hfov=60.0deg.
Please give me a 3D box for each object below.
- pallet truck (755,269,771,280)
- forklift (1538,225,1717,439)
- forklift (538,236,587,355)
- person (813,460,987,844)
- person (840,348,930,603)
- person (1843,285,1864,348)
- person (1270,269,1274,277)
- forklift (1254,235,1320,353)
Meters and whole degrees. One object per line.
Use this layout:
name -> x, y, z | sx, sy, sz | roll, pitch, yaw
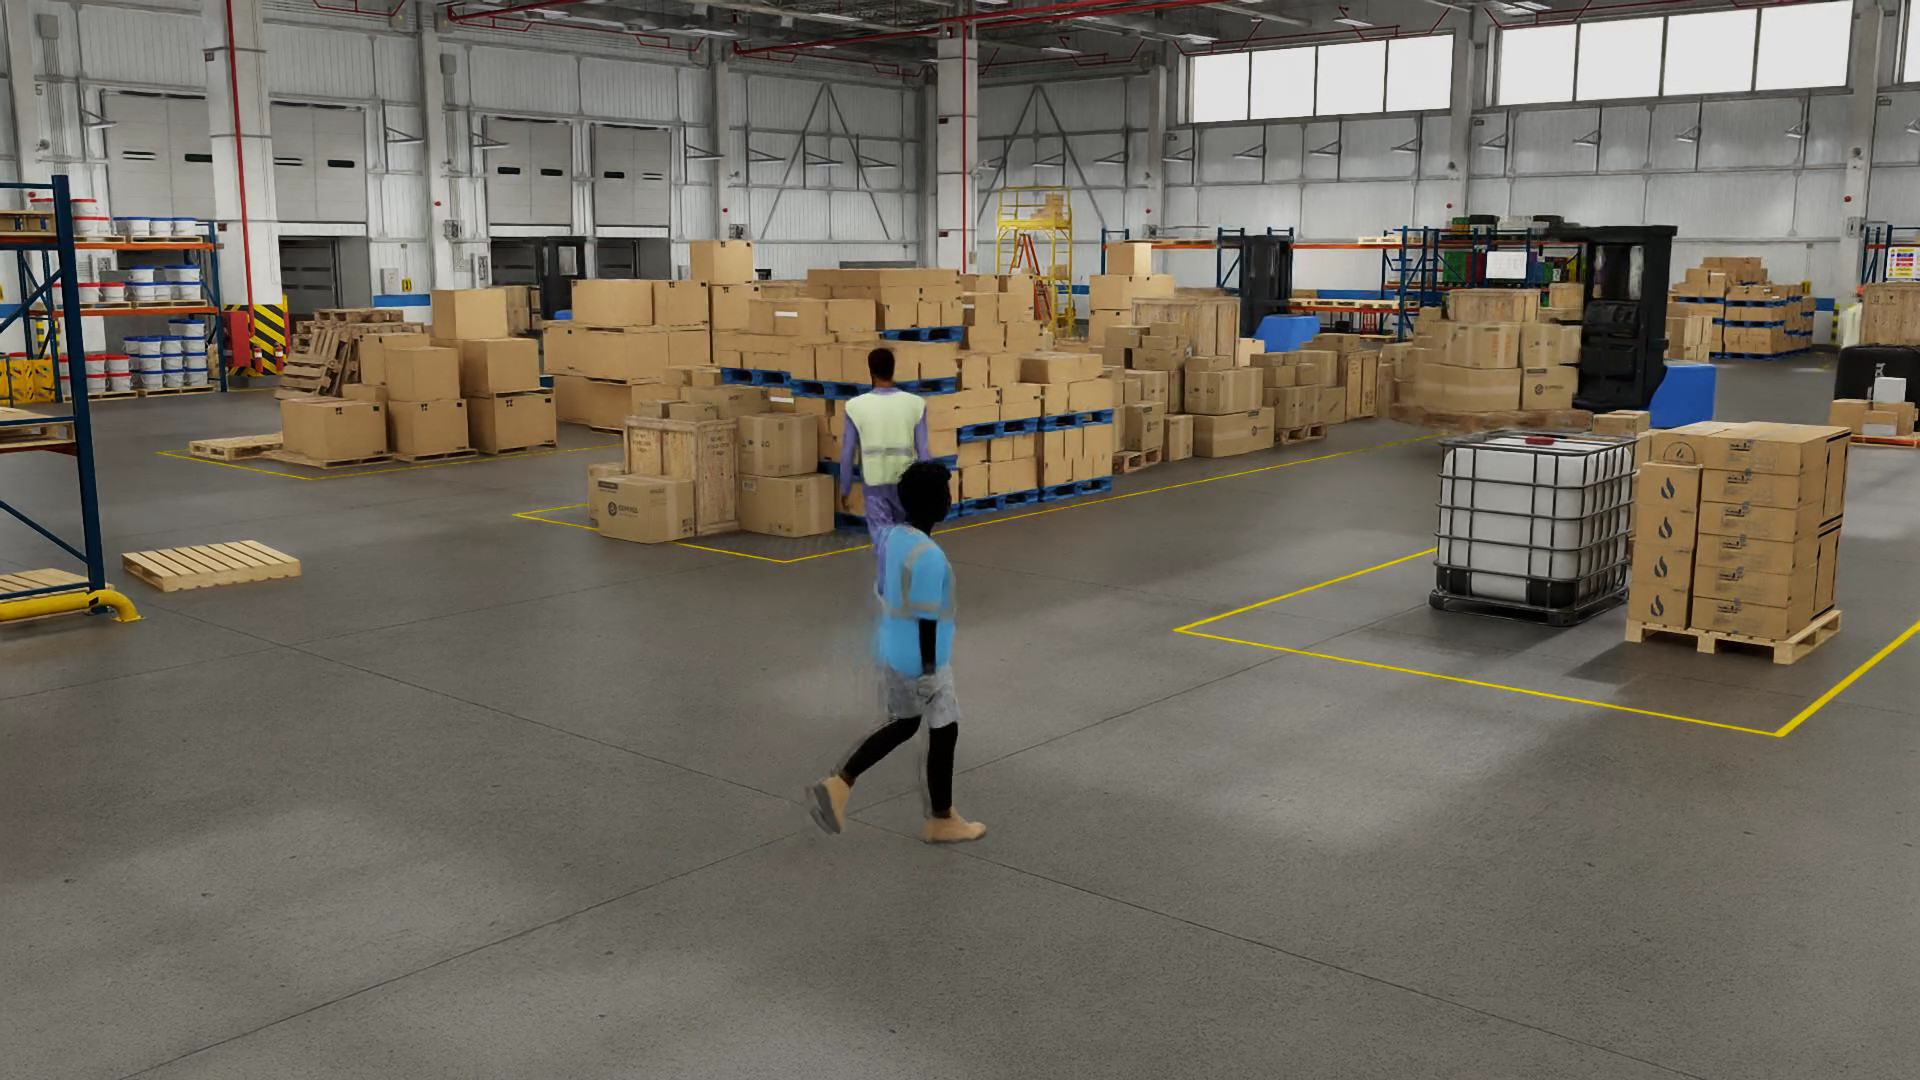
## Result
pallet truck -> -4.996, -6.432, 45.525 | 1.885, 1.965, 0.823 | -6, 12, -32
forklift -> 8.538, -2.577, 21.063 | 1.873, 2.768, 1.129 | -3, 10, -18
forklift -> -9.174, -5.727, 38.997 | 1.873, 2.768, 1.129 | 8, 13, 40
person -> -0.240, 0.493, 7.007 | 0.673, 1.676, 0.544 | -4, 11, -21
person -> -0.533, -0.397, 11.575 | 0.604, 1.853, 1.024 | -3, 11, -19
person -> 14.046, -2.981, 25.915 | 0.729, 1.975, 0.664 | -2, 10, -14
person -> 8.927, -6.845, 48.038 | 0.352, 1.939, 0.552 | -5, 11, -28
forklift -> 6.800, -5.217, 36.093 | 1.129, 2.768, 1.873 | -9, 14, -43
